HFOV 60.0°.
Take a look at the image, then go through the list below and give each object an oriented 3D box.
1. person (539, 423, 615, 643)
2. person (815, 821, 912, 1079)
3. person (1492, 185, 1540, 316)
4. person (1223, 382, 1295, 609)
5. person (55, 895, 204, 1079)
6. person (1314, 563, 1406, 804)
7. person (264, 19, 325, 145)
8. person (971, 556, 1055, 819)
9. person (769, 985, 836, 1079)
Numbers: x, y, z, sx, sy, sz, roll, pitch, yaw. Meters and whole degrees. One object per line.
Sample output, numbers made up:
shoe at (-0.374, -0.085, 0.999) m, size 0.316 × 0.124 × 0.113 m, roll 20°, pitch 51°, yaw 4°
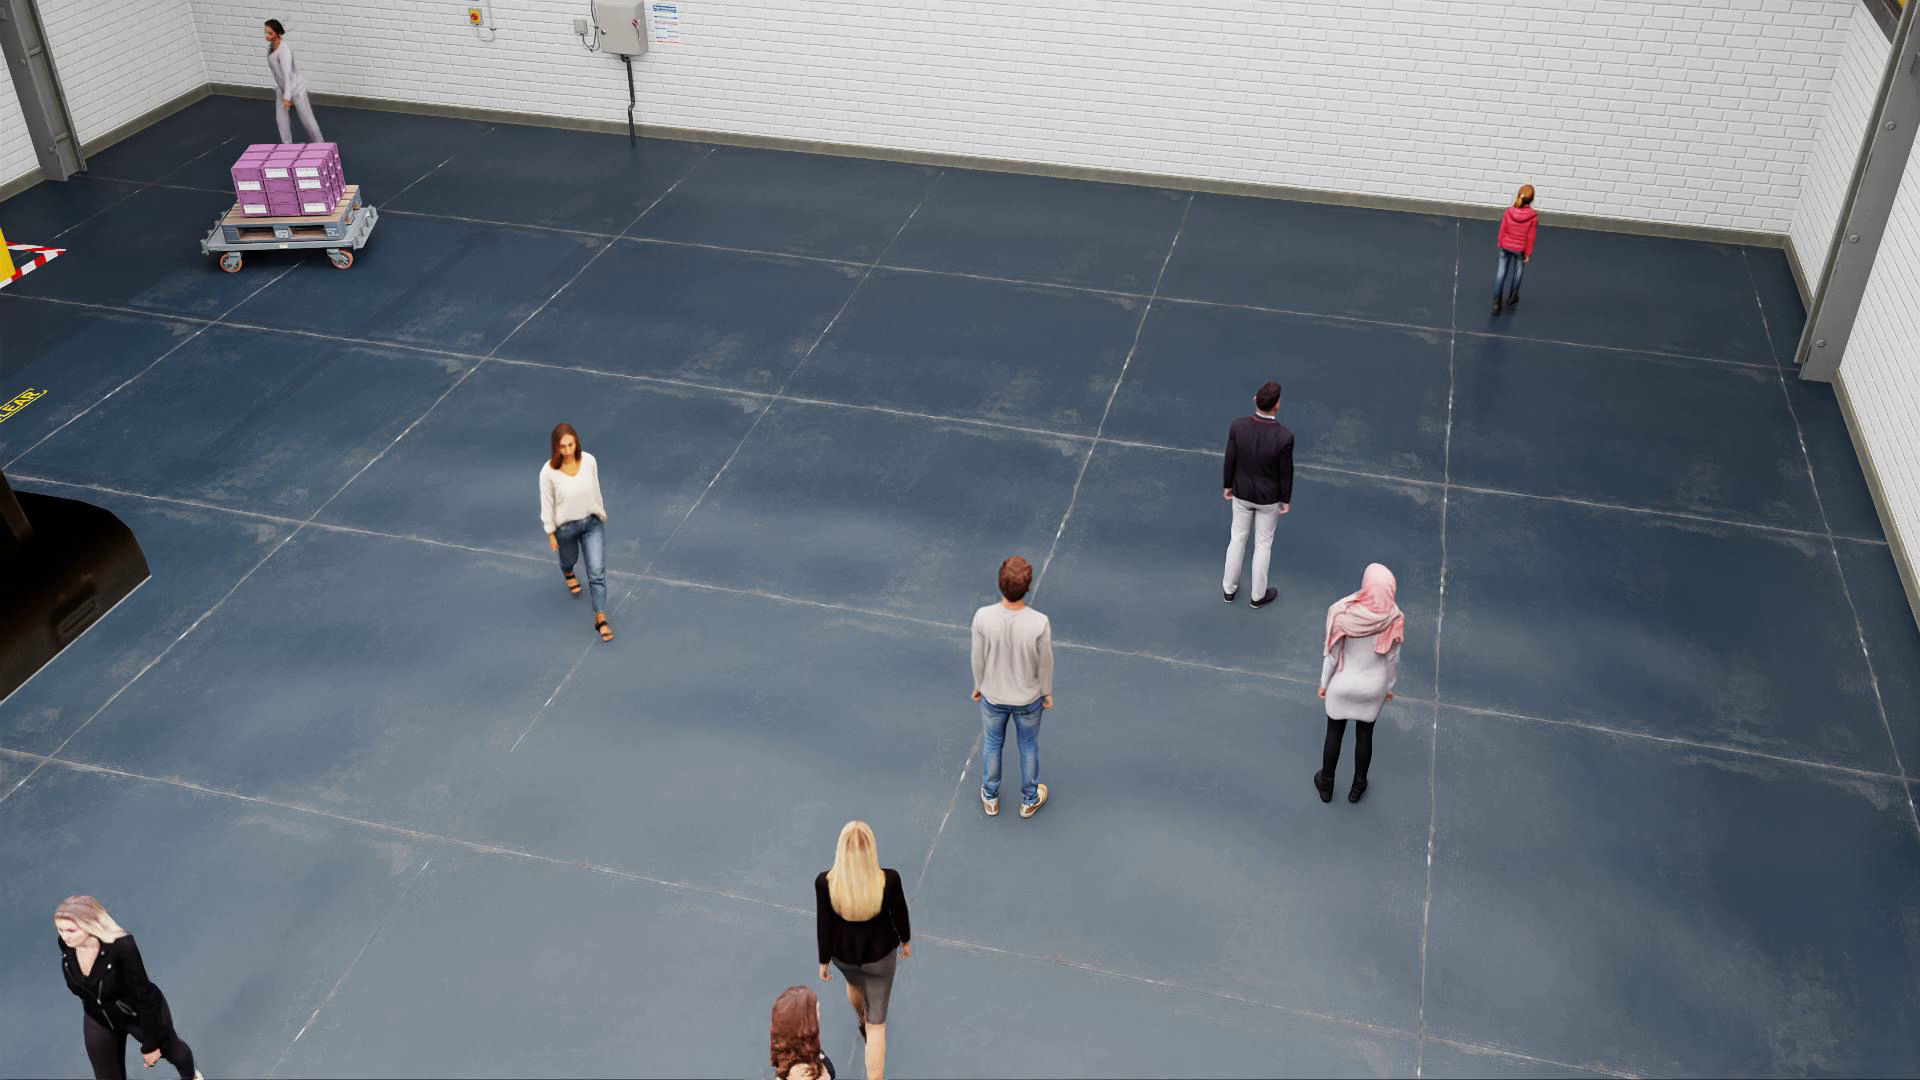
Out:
person at (-2.801, -0.136, 12.038) m, size 1.082 × 1.639 × 1.161 m, roll -16°, pitch 37°, yaw -23°
person at (-0.481, 2.202, 8.371) m, size 0.873 × 1.804 × 1.232 m, roll -1°, pitch 34°, yaw -2°
person at (5.451, -2.842, 16.417) m, size 0.600 × 1.299 × 0.747 m, roll 15°, pitch 36°, yaw 21°
person at (2.161, -0.330, 12.145) m, size 0.712 × 1.844 × 0.634 m, roll 17°, pitch 37°, yaw 23°
person at (-4.101, 2.322, 8.327) m, size 0.753 × 1.654 × 1.046 m, roll 2°, pitch 34°, yaw 2°
person at (2.469, 0.896, 10.341) m, size 0.663 × 1.800 × 0.628 m, roll 4°, pitch 34°, yaw 6°
person at (-7.969, -5.407, 19.913) m, size 1.000 × 1.700 × 0.885 m, roll -24°, pitch 40°, yaw -32°
person at (0.320, 0.926, 10.201) m, size 0.682 × 1.905 × 0.596 m, roll 5°, pitch 34°, yaw 8°
person at (-0.770, 2.747, 7.620) m, size 0.979 × 1.729 × 0.888 m, roll -23°, pitch 40°, yaw -30°
